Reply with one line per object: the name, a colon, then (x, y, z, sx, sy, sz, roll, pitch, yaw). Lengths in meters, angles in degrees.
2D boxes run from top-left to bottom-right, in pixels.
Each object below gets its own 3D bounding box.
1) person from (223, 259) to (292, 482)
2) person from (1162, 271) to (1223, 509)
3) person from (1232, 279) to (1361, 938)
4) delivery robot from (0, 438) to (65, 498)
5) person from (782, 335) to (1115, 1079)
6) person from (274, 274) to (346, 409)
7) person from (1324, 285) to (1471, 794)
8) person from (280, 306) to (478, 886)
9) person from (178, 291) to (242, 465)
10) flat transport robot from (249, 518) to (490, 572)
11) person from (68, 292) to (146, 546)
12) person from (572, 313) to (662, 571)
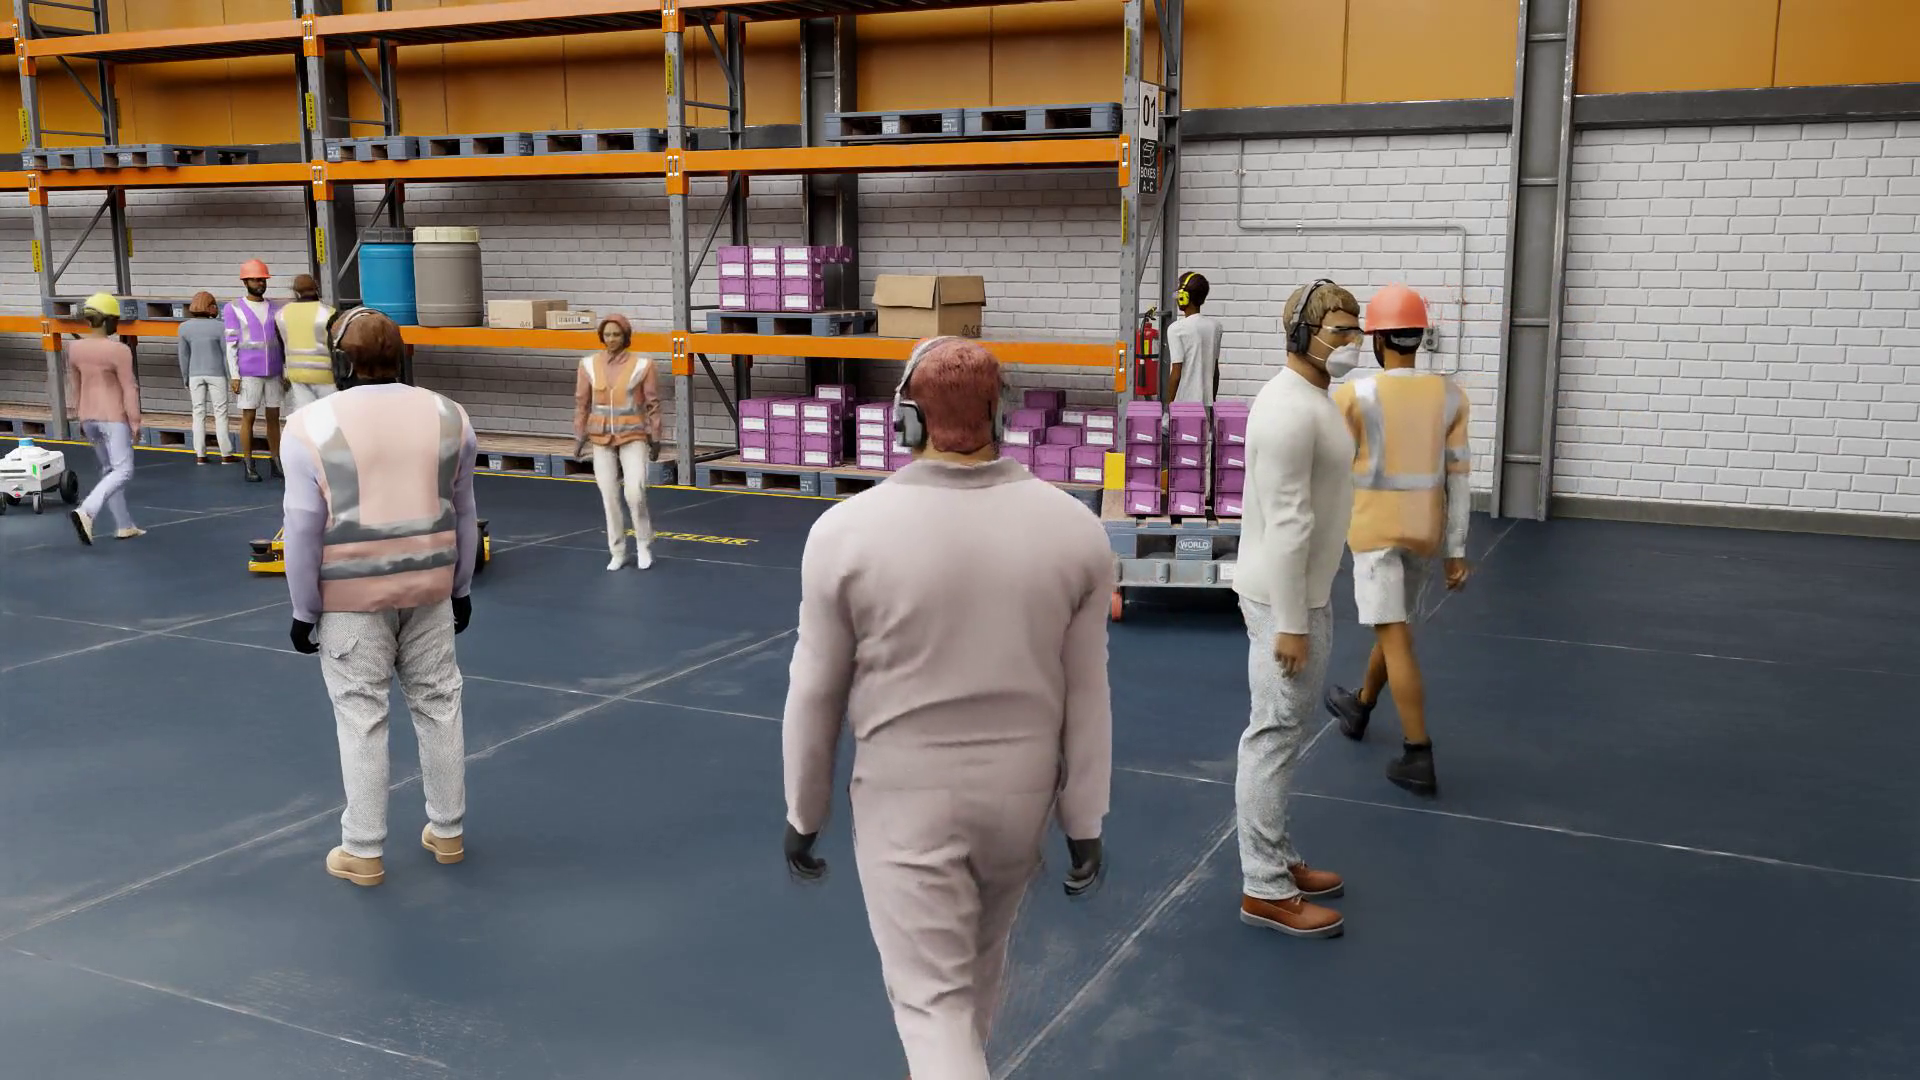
person: (-6.133, -1.483, 14.584, 0.347, 1.943, 0.545, 9, 13, 42)
person: (1.584, -0.906, 11.474, 0.510, 1.877, 0.328, -8, 13, -40)
person: (1.015, 0.194, 5.005, 0.378, 1.937, 0.629, 3, 10, 17)
delivery robot: (-7.256, -0.552, 12.956, 0.477, 0.478, 0.707, -2, 10, -12)
person: (-0.011, 0.521, 3.357, 0.648, 1.863, 1.003, -3, 10, -18)
person: (-5.613, -1.424, 14.612, 0.648, 1.812, 0.636, 1, 10, 8)
person: (1.649, -0.033, 6.460, 0.542, 1.881, 1.004, -3, 10, -14)
person: (-1.856, 0.180, 5.349, 0.625, 1.846, 0.429, -9, 13, -41)
person: (-7.091, -1.522, 15.689, 0.501, 1.632, 0.280, 0, 10, 0)
flat transport robot: (-3.784, 0.024, 10.740, 1.431, 0.197, 0.652, -3, 10, -15)
person: (-5.876, -0.819, 11.374, 0.536, 1.738, 0.733, 3, 10, 18)
person: (-2.160, -0.605, 10.465, 0.530, 1.626, 0.401, 1, 10, 6)
